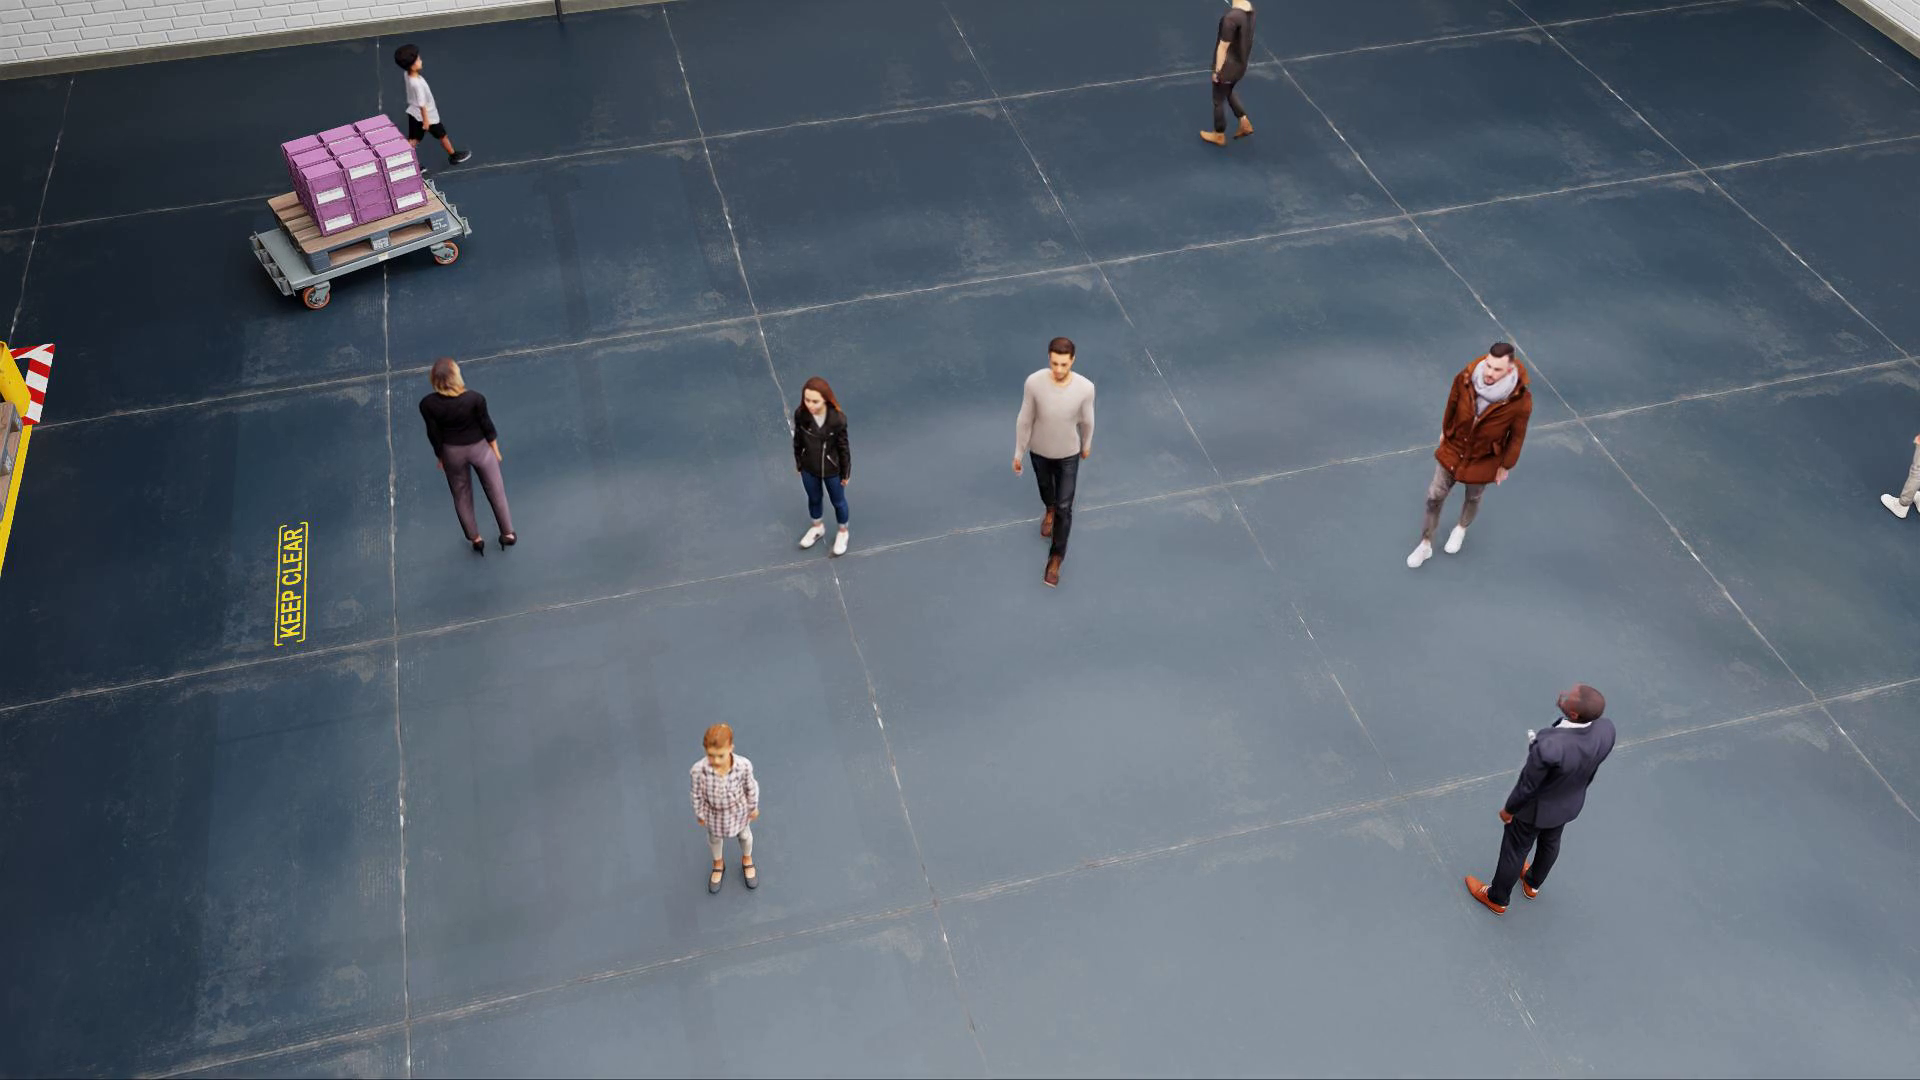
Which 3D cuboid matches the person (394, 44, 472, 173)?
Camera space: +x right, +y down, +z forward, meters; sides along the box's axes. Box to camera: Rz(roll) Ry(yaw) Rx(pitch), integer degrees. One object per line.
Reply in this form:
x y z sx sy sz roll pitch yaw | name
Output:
-4.962 -3.886 15.141 0.775 1.233 0.877 -28 50 -26 | person

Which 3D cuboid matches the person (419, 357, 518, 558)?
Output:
-3.346 -0.550 11.321 0.612 1.672 0.552 -6 44 -6 | person

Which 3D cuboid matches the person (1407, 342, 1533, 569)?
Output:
3.520 -0.643 11.313 0.973 1.817 1.030 24 49 23 | person

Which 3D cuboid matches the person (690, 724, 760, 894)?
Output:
-1.326 1.496 9.435 0.561 1.312 0.563 -4 44 -4 | person

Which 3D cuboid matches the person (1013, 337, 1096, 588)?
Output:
0.648 -0.672 11.341 1.010 1.821 1.239 9 44 10 | person

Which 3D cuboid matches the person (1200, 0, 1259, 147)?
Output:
2.558 -4.385 15.325 0.886 1.702 0.814 30 51 28 | person

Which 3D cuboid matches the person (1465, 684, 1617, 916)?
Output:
3.221 1.424 9.140 0.719 1.822 0.623 -15 46 -15 | person

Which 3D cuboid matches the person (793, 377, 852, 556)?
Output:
-0.940 -0.532 11.440 0.630 1.481 0.644 11 45 11 | person
